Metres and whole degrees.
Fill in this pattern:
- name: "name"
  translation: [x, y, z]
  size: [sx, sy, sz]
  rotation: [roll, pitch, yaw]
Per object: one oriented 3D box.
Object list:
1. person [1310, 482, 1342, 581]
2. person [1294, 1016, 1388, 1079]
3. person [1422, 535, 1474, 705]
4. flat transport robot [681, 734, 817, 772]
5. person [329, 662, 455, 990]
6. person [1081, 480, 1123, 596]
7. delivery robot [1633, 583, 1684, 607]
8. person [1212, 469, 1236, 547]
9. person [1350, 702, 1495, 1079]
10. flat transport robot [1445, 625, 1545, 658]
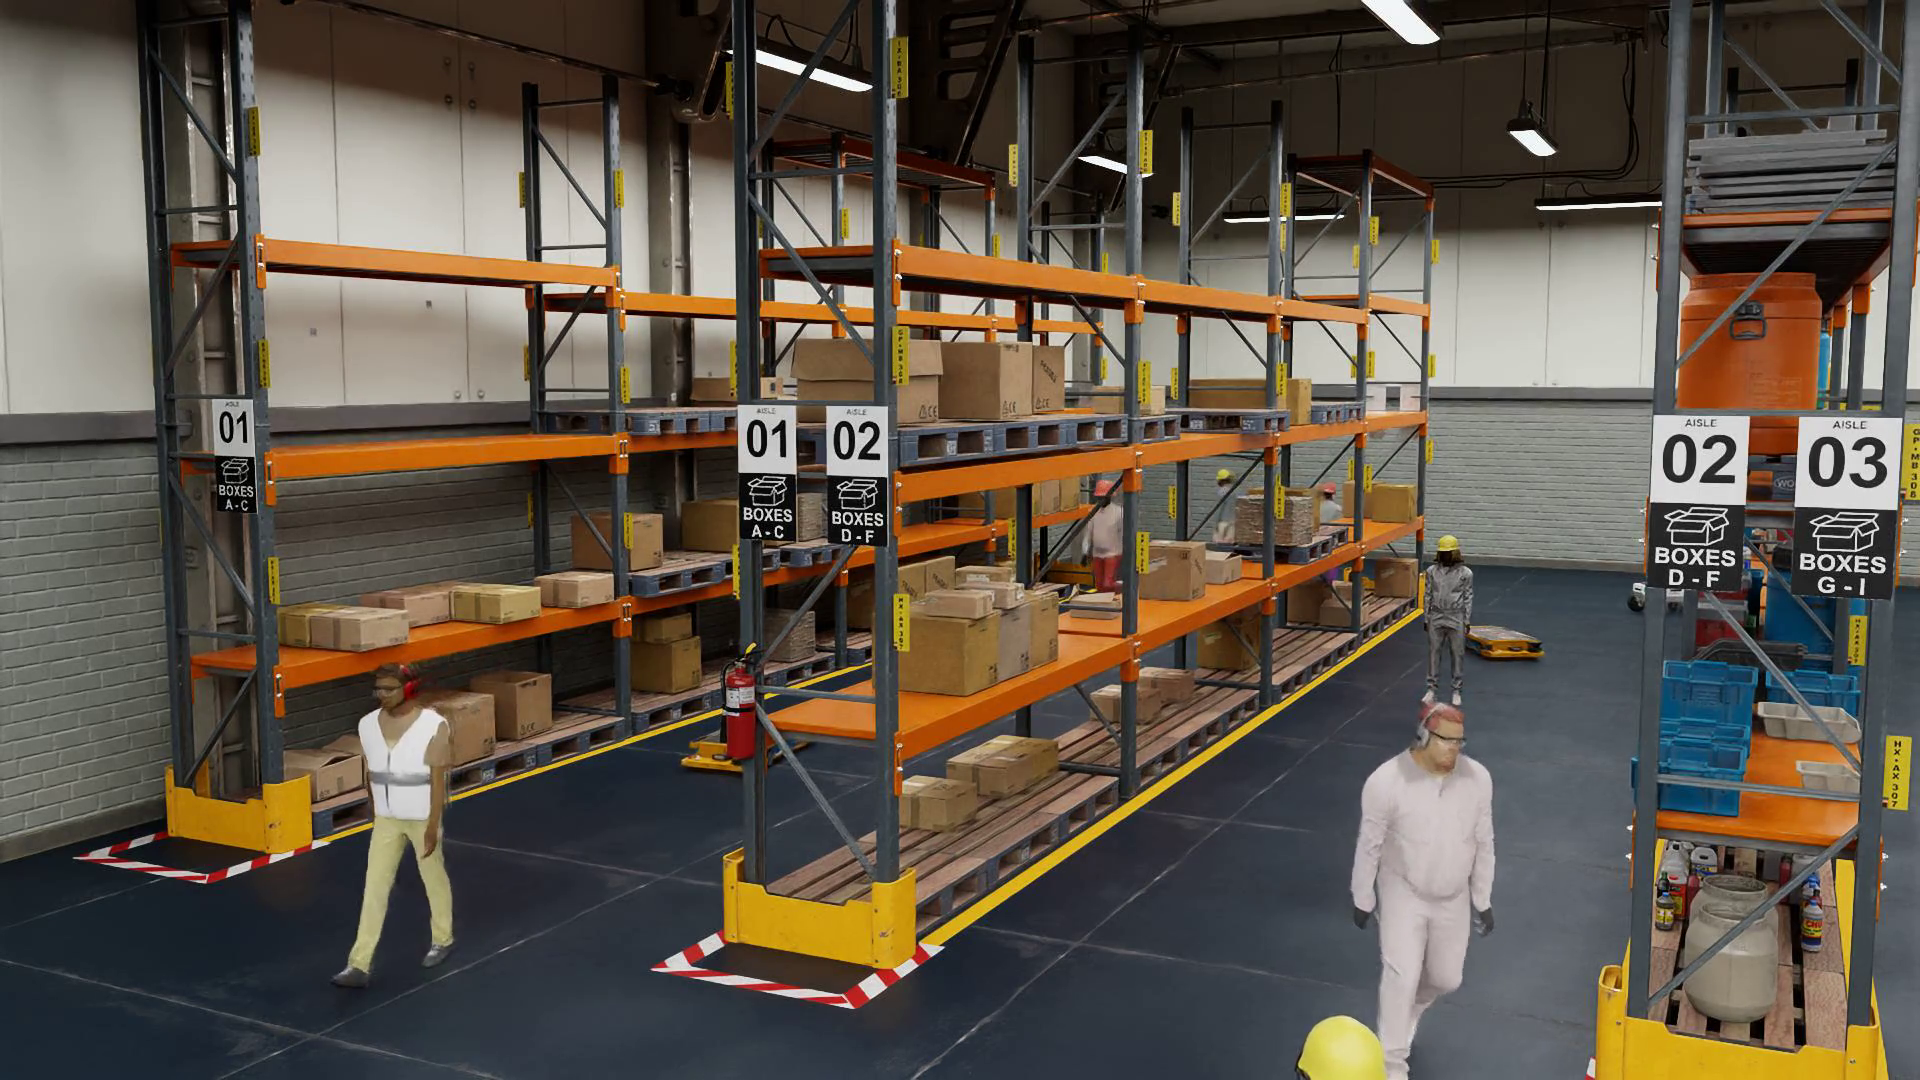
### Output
- name: "person"
  translation: [5.507, -0.005, 25.098]
  size: [0.584, 1.722, 0.736]
  rotation: [4, 7, 35]
- name: "person"
  translation: [0.988, 2.103, 4.412]
  size: [0.518, 1.756, 0.349]
  rotation: [-3, 6, -24]
- name: "person"
  translation: [4.975, 0.816, 16.981]
  size: [0.489, 1.743, 0.323]
  rotation: [3, 7, 29]
- name: "flat transport robot"
  translation: [-1.805, 1.782, 14.671]
  size: [0.652, 0.197, 1.431]
  rotation: [2, 6, 22]
- name: "person"
  translation: [-3.138, 1.583, 9.275]
  size: [0.572, 1.799, 0.952]
  rotation: [1, 6, 12]
- name: "person"
  translation: [1.903, 0.192, 21.941]
  size: [0.610, 1.970, 0.440]
  rotation: [5, 8, 42]
- name: "delivery robot"
  translation: [9.801, 0.713, 23.254]
  size: [0.707, 0.478, 0.477]
  rotation: [-1, 6, -9]
- name: "person"
  translation: [4.475, -0.316, 27.979]
  size: [0.525, 1.755, 0.427]
  rotation: [-5, 8, -42]
- name: "person"
  translation: [2.189, 1.676, 7.974]
  size: [0.660, 1.879, 0.726]
  rotation: [-1, 6, -11]
- name: "flat transport robot"
  translation: [6.442, 1.217, 20.170]
  size: [0.652, 0.197, 1.431]
  rotation: [-1, 6, -8]
